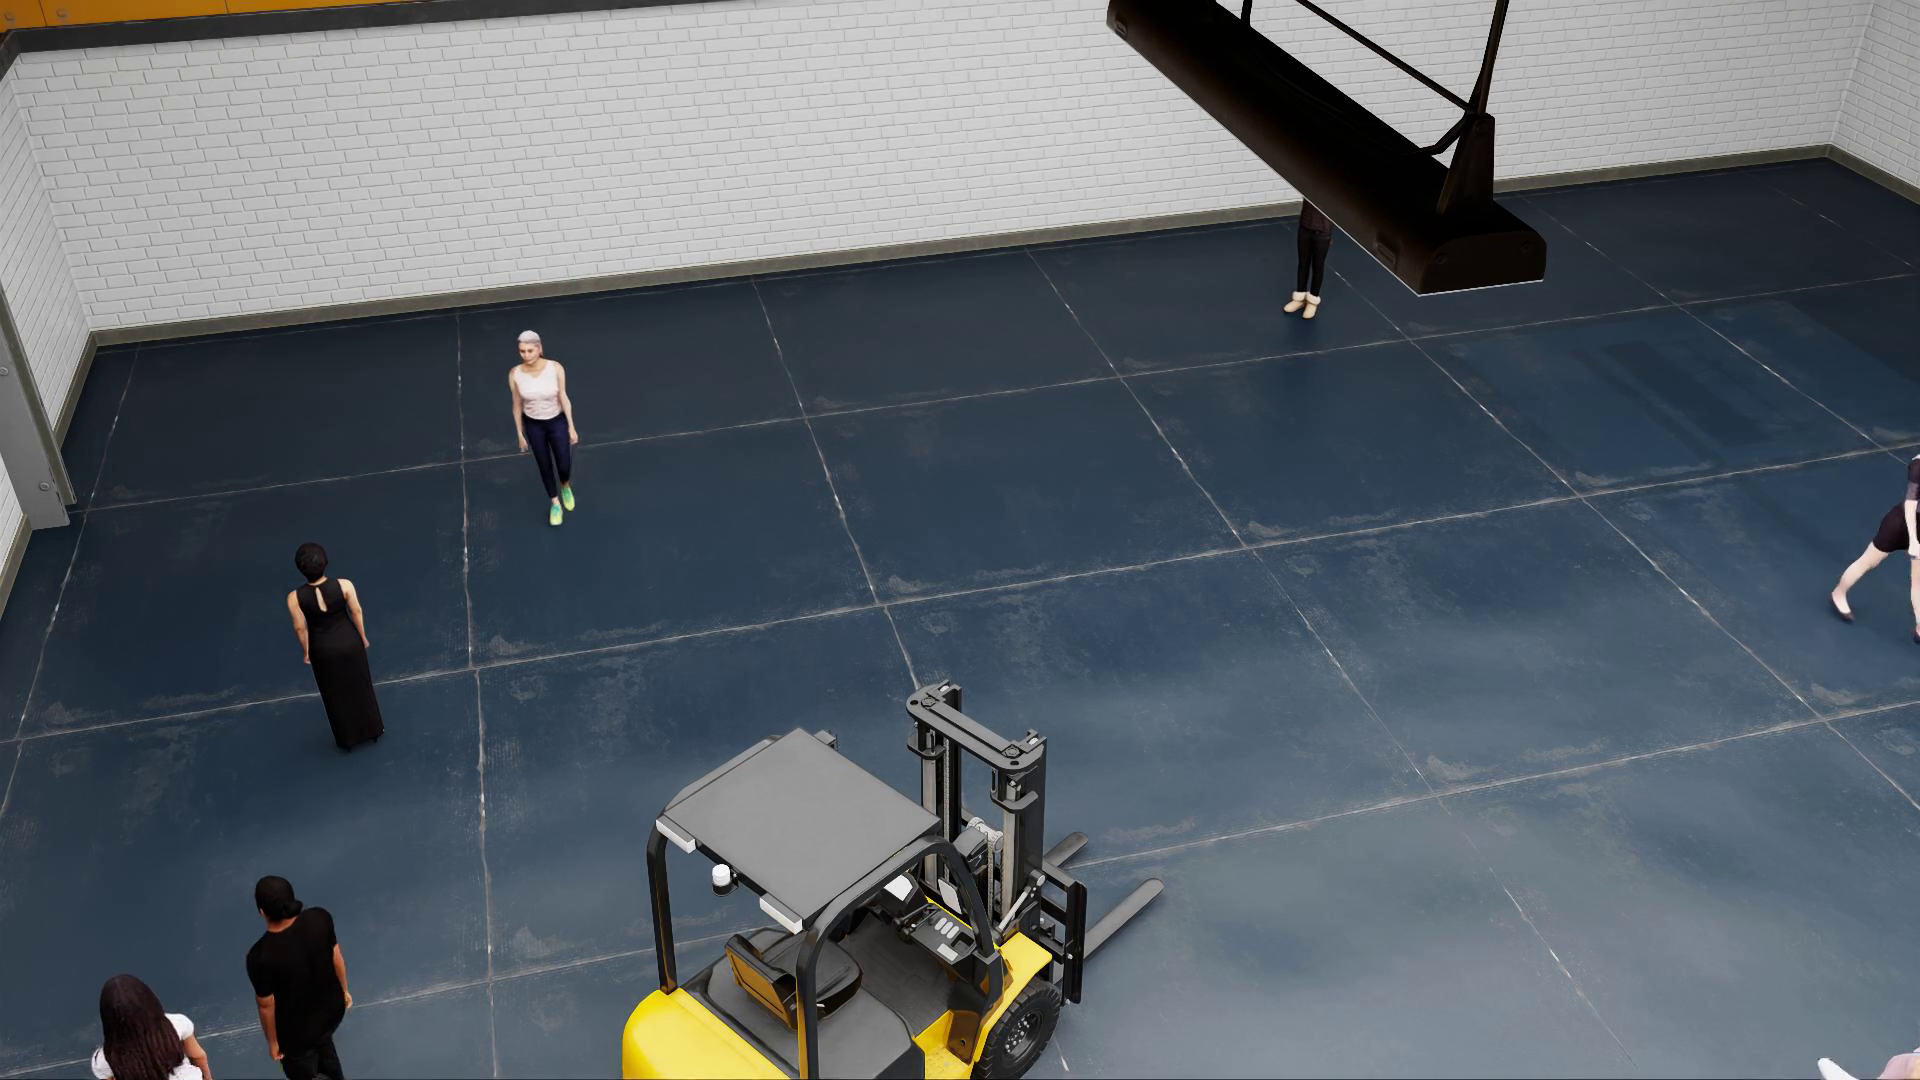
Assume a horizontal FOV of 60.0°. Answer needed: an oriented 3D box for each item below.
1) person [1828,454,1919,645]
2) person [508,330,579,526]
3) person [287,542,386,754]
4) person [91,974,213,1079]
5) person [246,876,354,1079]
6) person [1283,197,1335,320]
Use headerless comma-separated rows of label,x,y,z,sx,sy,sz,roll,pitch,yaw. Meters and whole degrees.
person,6.671,-0.122,11.894,0.767,1.792,1.159,-16,37,-23
person,-3.284,-0.928,13.203,0.642,1.686,0.668,-6,34,-9
person,-4.063,0.706,10.818,0.619,1.604,0.577,-16,37,-23
person,-3.570,2.733,7.651,0.885,1.735,1.205,-21,39,-29
person,-3.166,2.371,8.196,1.039,1.734,0.997,16,37,23
person,3.508,-3.048,16.411,0.700,1.666,0.762,12,35,17
